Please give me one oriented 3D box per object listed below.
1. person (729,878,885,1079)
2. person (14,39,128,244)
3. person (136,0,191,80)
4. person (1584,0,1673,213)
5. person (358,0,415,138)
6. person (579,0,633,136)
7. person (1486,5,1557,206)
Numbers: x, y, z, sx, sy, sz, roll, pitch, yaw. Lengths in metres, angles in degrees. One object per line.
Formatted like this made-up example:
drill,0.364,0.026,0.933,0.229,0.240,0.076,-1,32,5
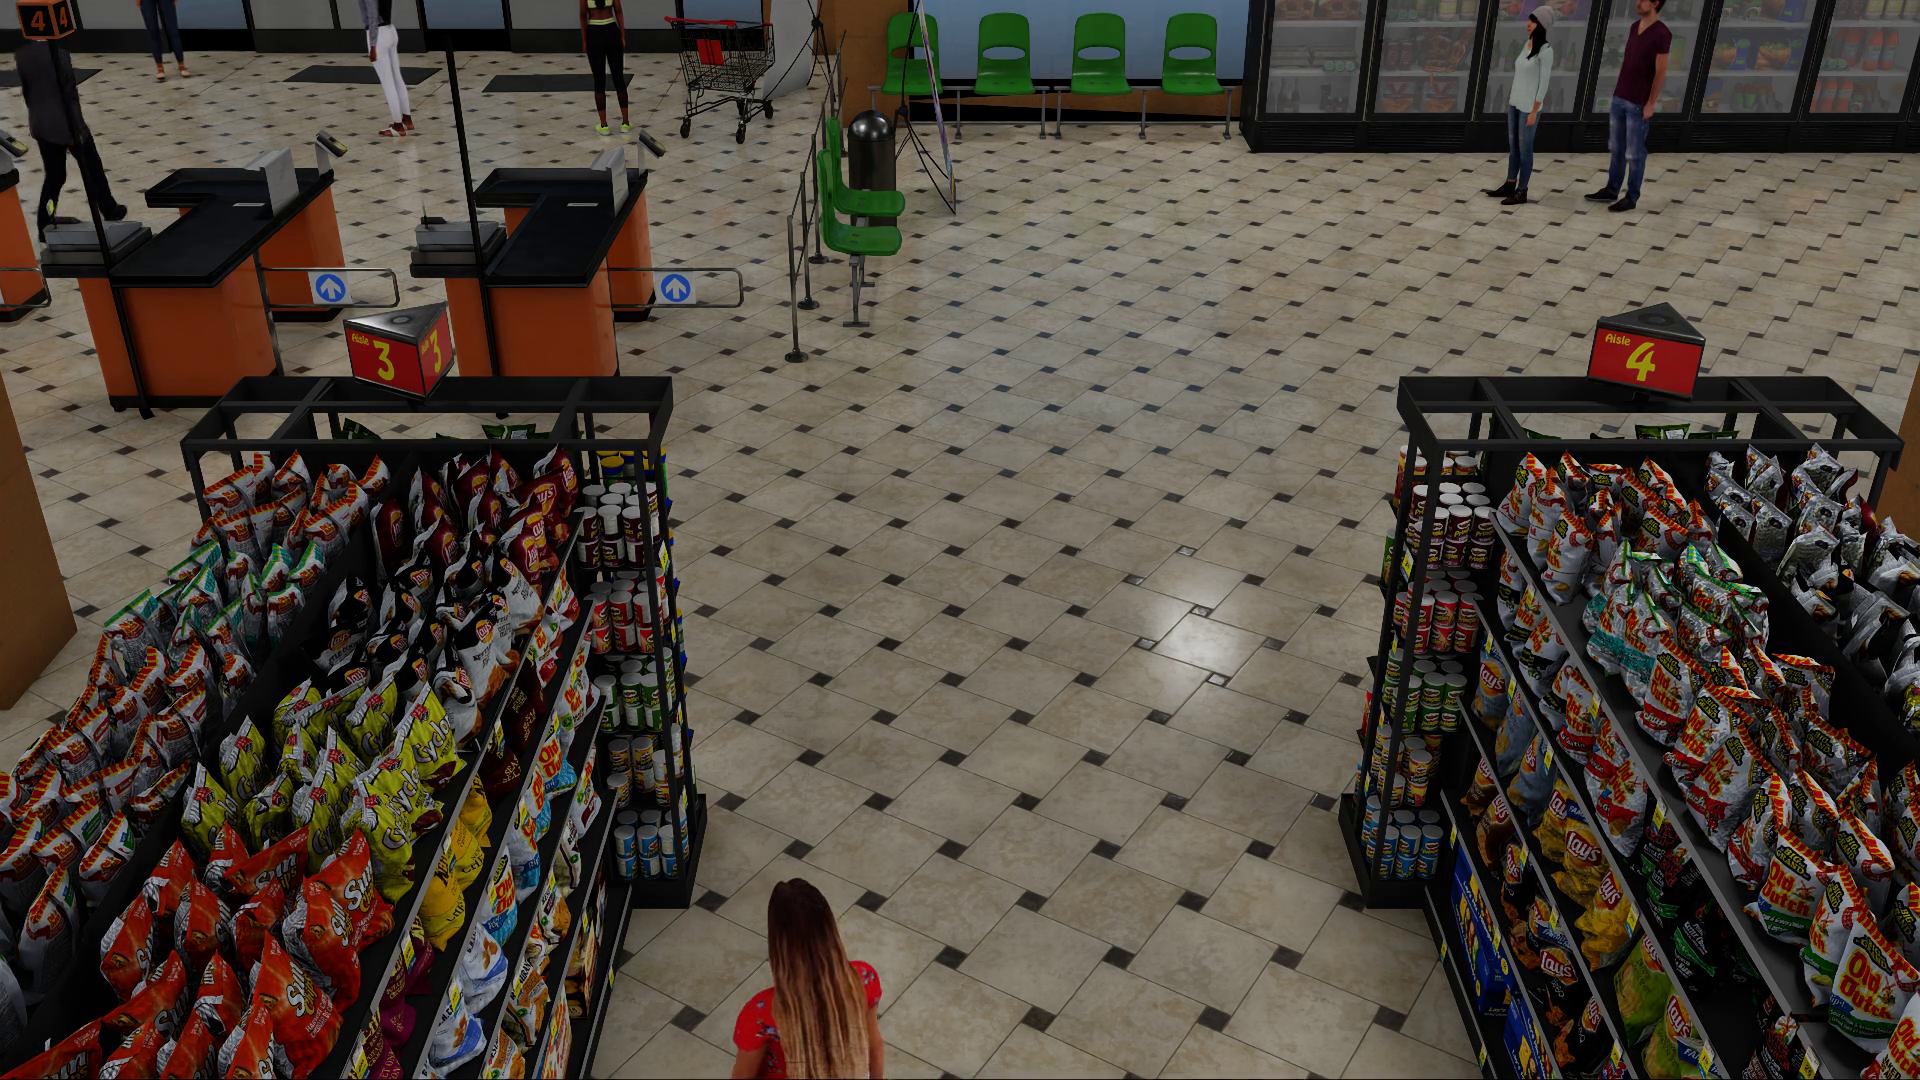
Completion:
person,-0.374,1.602,4.459,0.749,1.585,0.821,-16,33,-27
person,-7.092,-3.192,13.035,0.924,1.782,1.264,11,30,18
person,-8.724,-5.917,18.021,0.667,1.787,0.672,-13,31,-22
person,5.641,-3.694,13.881,0.758,1.852,0.560,-7,29,-12
person,-5.550,-4.773,15.991,0.678,1.724,0.491,4,29,7
person,-3.434,-4.811,16.030,0.628,1.753,0.608,-10,30,-17
person,4.791,-3.682,14.075,0.671,1.645,0.512,-6,29,-11
